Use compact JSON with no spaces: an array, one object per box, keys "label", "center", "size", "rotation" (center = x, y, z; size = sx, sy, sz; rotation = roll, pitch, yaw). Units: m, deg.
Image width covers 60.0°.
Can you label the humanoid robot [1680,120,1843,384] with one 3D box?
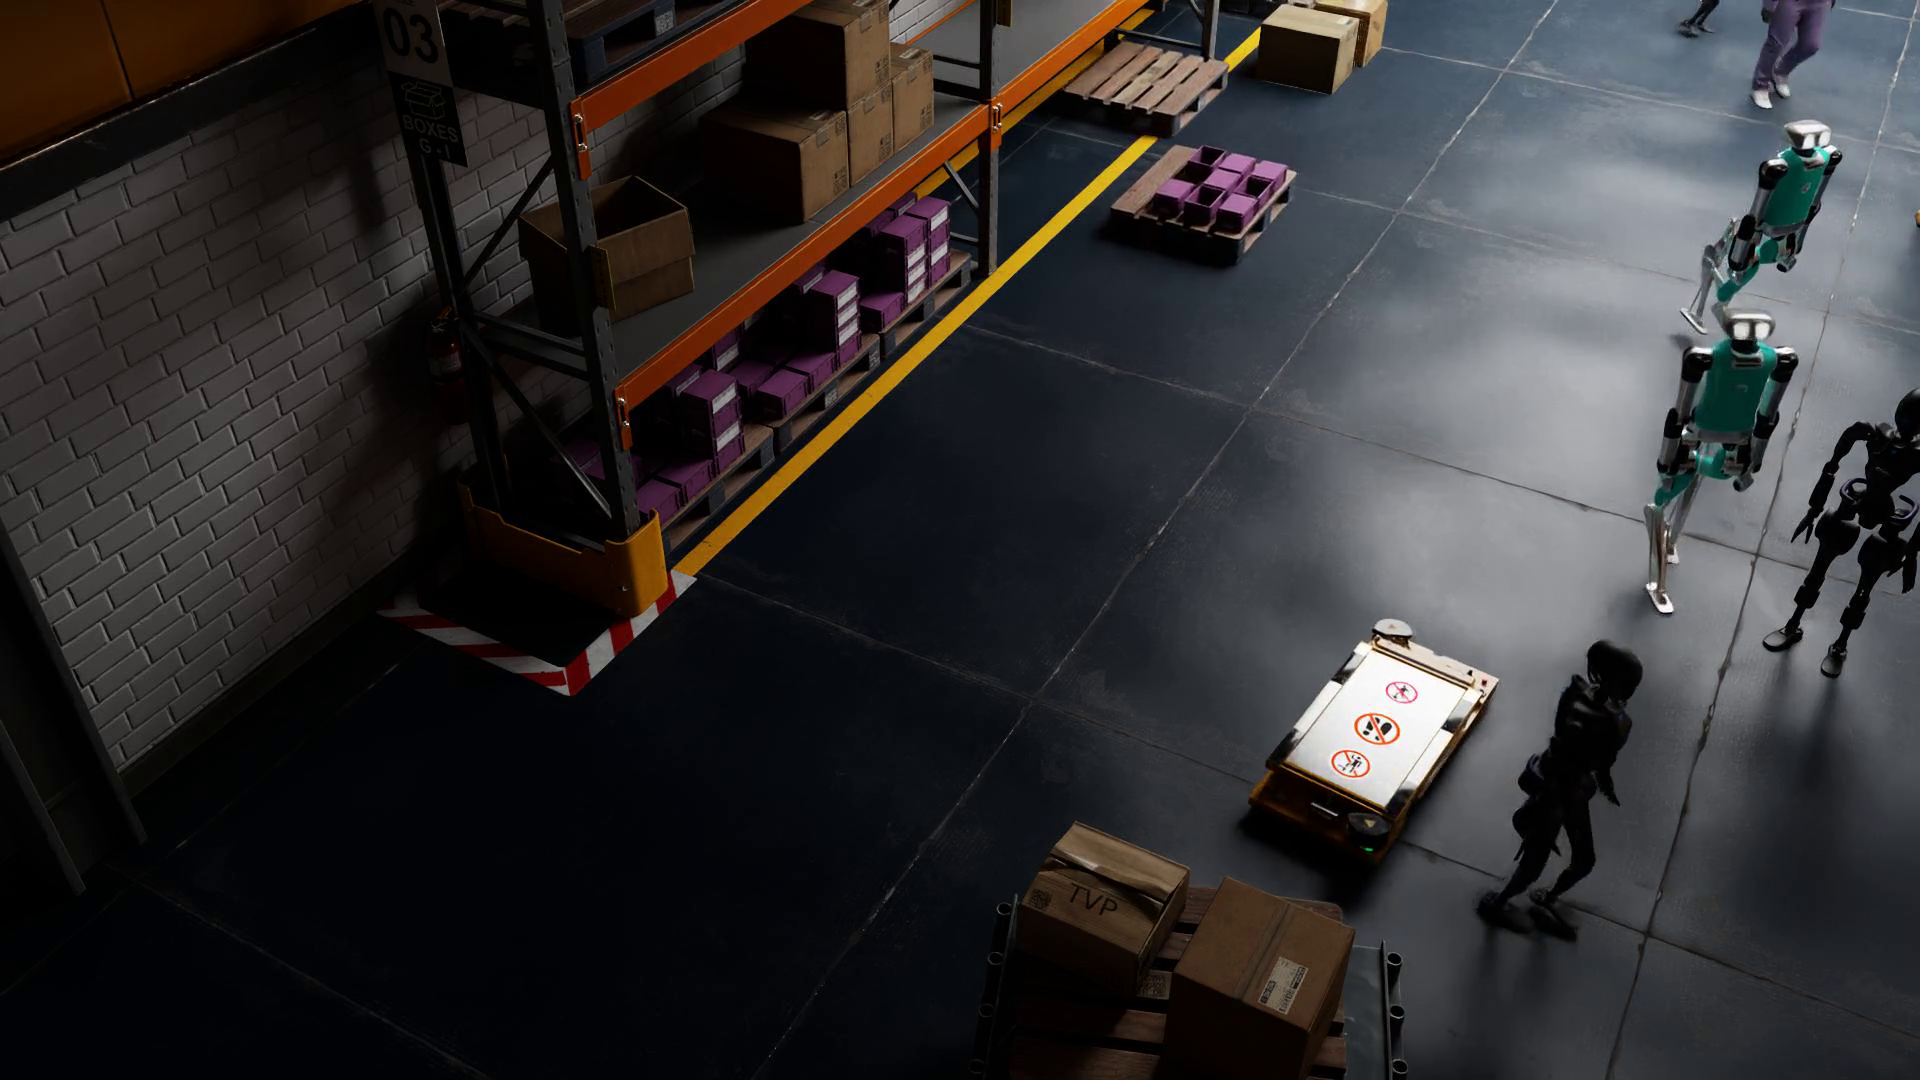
[{"label":"humanoid robot","center":[4.913,-1.893,10.449],"size":[0.558,1.755,1.043],"rotation":[-13,41,-16]}]

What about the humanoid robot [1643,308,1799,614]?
[{"label":"humanoid robot","center":[3.859,-0.531,8.727],"size":[0.557,1.788,0.882],"rotation":[3,39,4]}]

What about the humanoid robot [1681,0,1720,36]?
[{"label":"humanoid robot","center":[6.838,-5.267,14.689],"size":[0.612,1.636,0.427],"rotation":[-24,45,-27]}]

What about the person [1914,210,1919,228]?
[{"label":"person","center":[7.277,-3.053,11.735],"size":[0.562,1.898,0.352],"rotation":[22,44,25]}]

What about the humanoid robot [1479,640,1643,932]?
[{"label":"humanoid robot","center":[2.487,1.045,6.783],"size":[0.586,1.643,0.404],"rotation":[-31,48,-33]}]

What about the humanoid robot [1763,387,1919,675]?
[{"label":"humanoid robot","center":[4.435,-0.045,8.140],"size":[0.315,1.654,0.599],"rotation":[-31,48,-33]}]

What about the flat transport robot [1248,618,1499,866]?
[{"label":"flat transport robot","center":[2.028,0.939,8.046],"size":[0.659,0.231,1.431],"rotation":[24,45,27]}]

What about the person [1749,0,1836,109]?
[{"label":"person","center":[6.782,-4.390,13.420],"size":[0.677,1.876,0.499],"rotation":[-5,39,-7]}]
